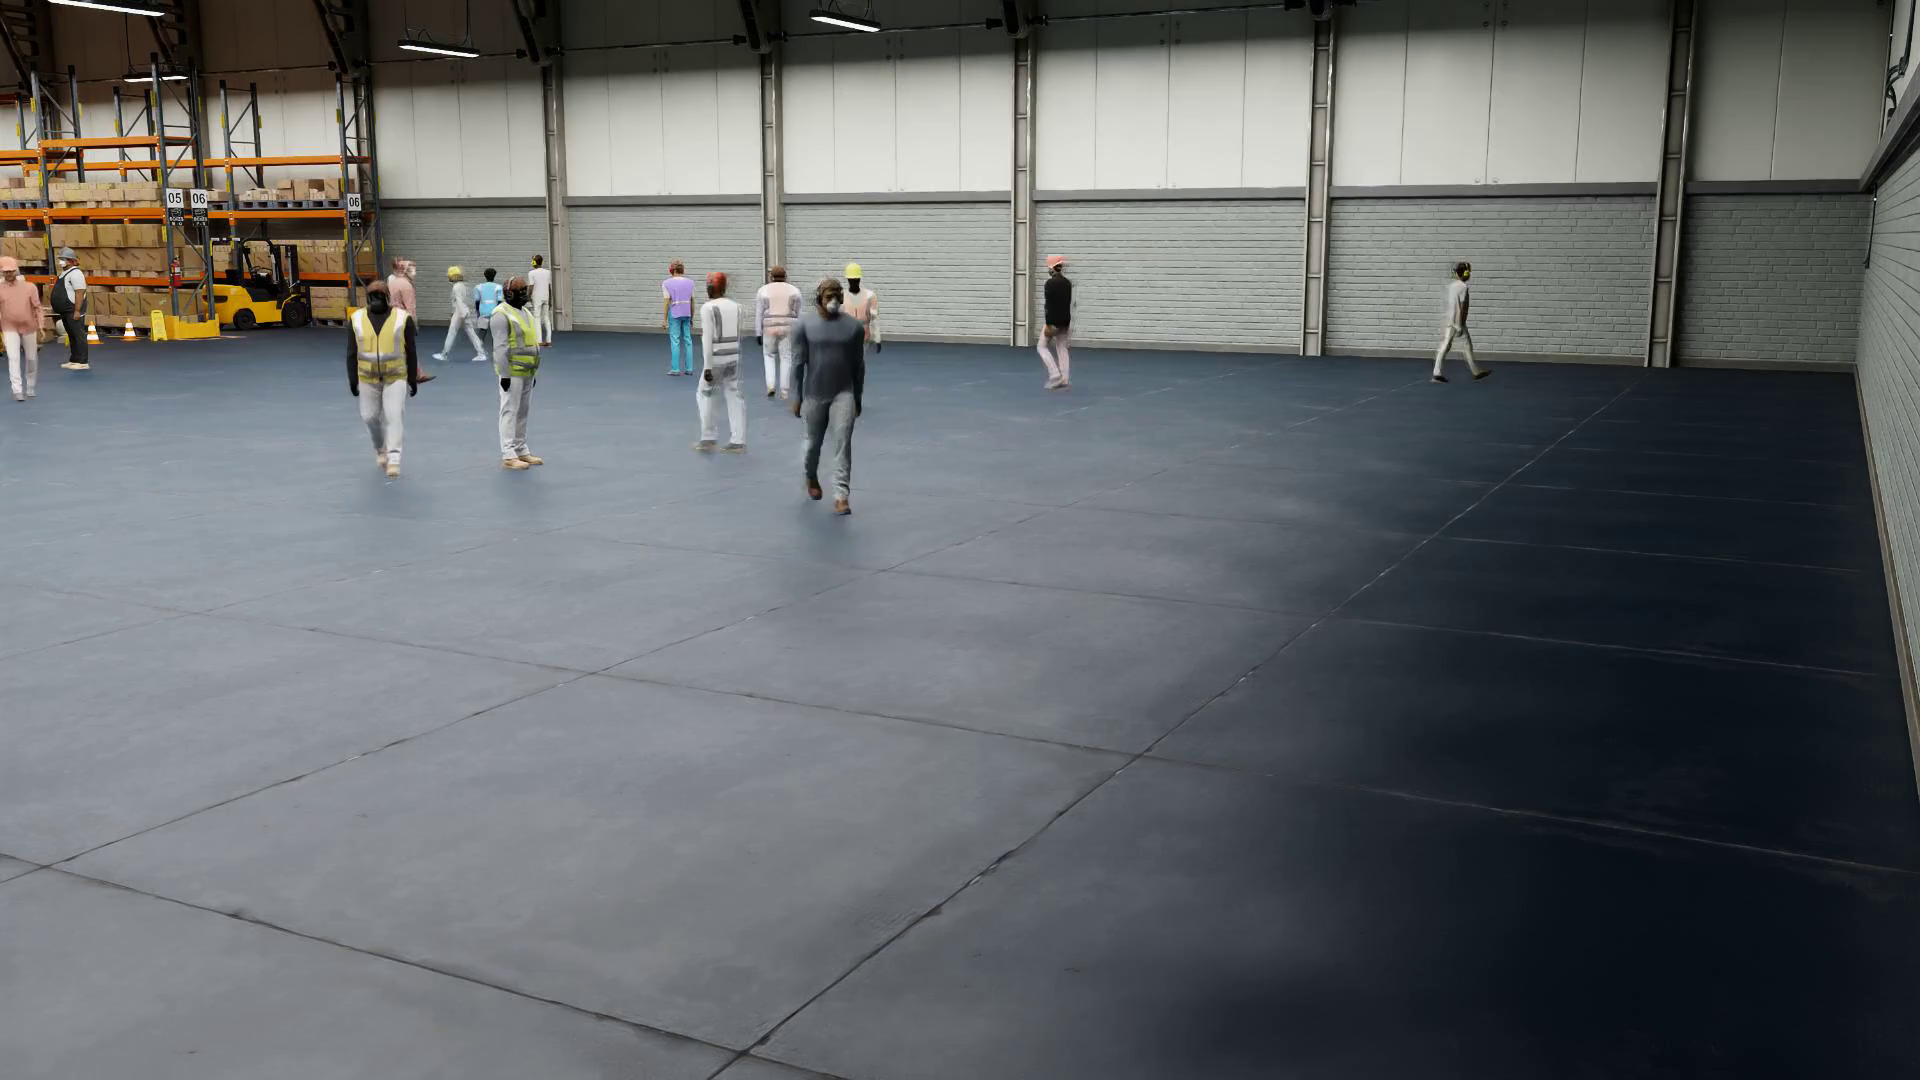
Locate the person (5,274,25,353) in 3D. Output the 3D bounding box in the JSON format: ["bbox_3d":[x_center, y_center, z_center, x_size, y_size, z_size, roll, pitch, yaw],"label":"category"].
[{"bbox_3d":[-18.130,-4.488,31.779,0.587,1.835,0.404,-7,12,-33],"label":"person"}]

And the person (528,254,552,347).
[{"bbox_3d":[-8.459,-4.815,33.515,0.330,1.859,0.509,10,15,44],"label":"person"}]

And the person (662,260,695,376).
[{"bbox_3d":[-4.494,-3.545,26.606,0.566,1.847,0.388,-8,13,-39],"label":"person"}]

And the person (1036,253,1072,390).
[{"bbox_3d":[1.395,-3.146,24.069,0.464,1.972,0.646,8,13,37],"label":"person"}]

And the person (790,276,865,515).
[{"bbox_3d":[-1.087,-1.198,13.621,0.634,1.915,0.893,-3,11,-15],"label":"person"}]

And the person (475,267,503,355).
[{"bbox_3d":[-8.591,-4.133,30.324,0.530,1.665,0.780,-1,10,-4],"label":"person"}]

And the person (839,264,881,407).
[{"bbox_3d":[-1.333,-2.597,21.380,0.606,1.867,1.032,-2,11,-13],"label":"person"}]

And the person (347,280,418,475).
[{"bbox_3d":[-5.463,-1.544,15.769,0.644,1.837,0.633,-2,11,-9],"label":"person"}]

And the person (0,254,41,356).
[{"bbox_3d":[-17.679,-4.336,30.820,1.010,1.878,0.558,0,10,3],"label":"person"}]

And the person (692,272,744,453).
[{"bbox_3d":[-2.527,-1.835,17.239,0.714,1.855,0.604,7,13,34],"label":"person"}]

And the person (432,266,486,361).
[{"bbox_3d":[-8.952,-4.032,29.699,0.941,1.689,0.484,0,10,0],"label":"person"}]

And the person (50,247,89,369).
[{"bbox_3d":[-14.958,-3.884,27.923,0.538,2.000,0.687,-10,14,-43],"label":"person"}]

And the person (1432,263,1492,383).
[{"bbox_3d":[7.644,-3.302,25.348,1.006,1.818,0.540,-3,11,-16],"label":"person"}]

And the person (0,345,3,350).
[{"bbox_3d":[-17.644,-4.139,30.142,0.488,1.730,0.556,1,10,8],"label":"person"}]

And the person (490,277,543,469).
[{"bbox_3d":[-4.274,-1.614,16.090,0.430,1.843,0.625,2,11,11],"label":"person"}]

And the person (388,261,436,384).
[{"bbox_3d":[-8.309,-3.228,24.861,0.976,1.857,0.671,-7,12,-32],"label":"person"}]

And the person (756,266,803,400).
[{"bbox_3d":[-2.468,-2.832,22.789,0.647,1.825,0.473,-1,10,-6],"label":"person"}]

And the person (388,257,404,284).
[{"bbox_3d":[-10.150,-4.200,30.180,0.341,1.846,0.511,1,10,6],"label":"person"}]

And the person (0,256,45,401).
[{"bbox_3d":[-12.918,-2.905,22.804,0.617,1.965,0.927,-7,13,-35],"label":"person"}]
